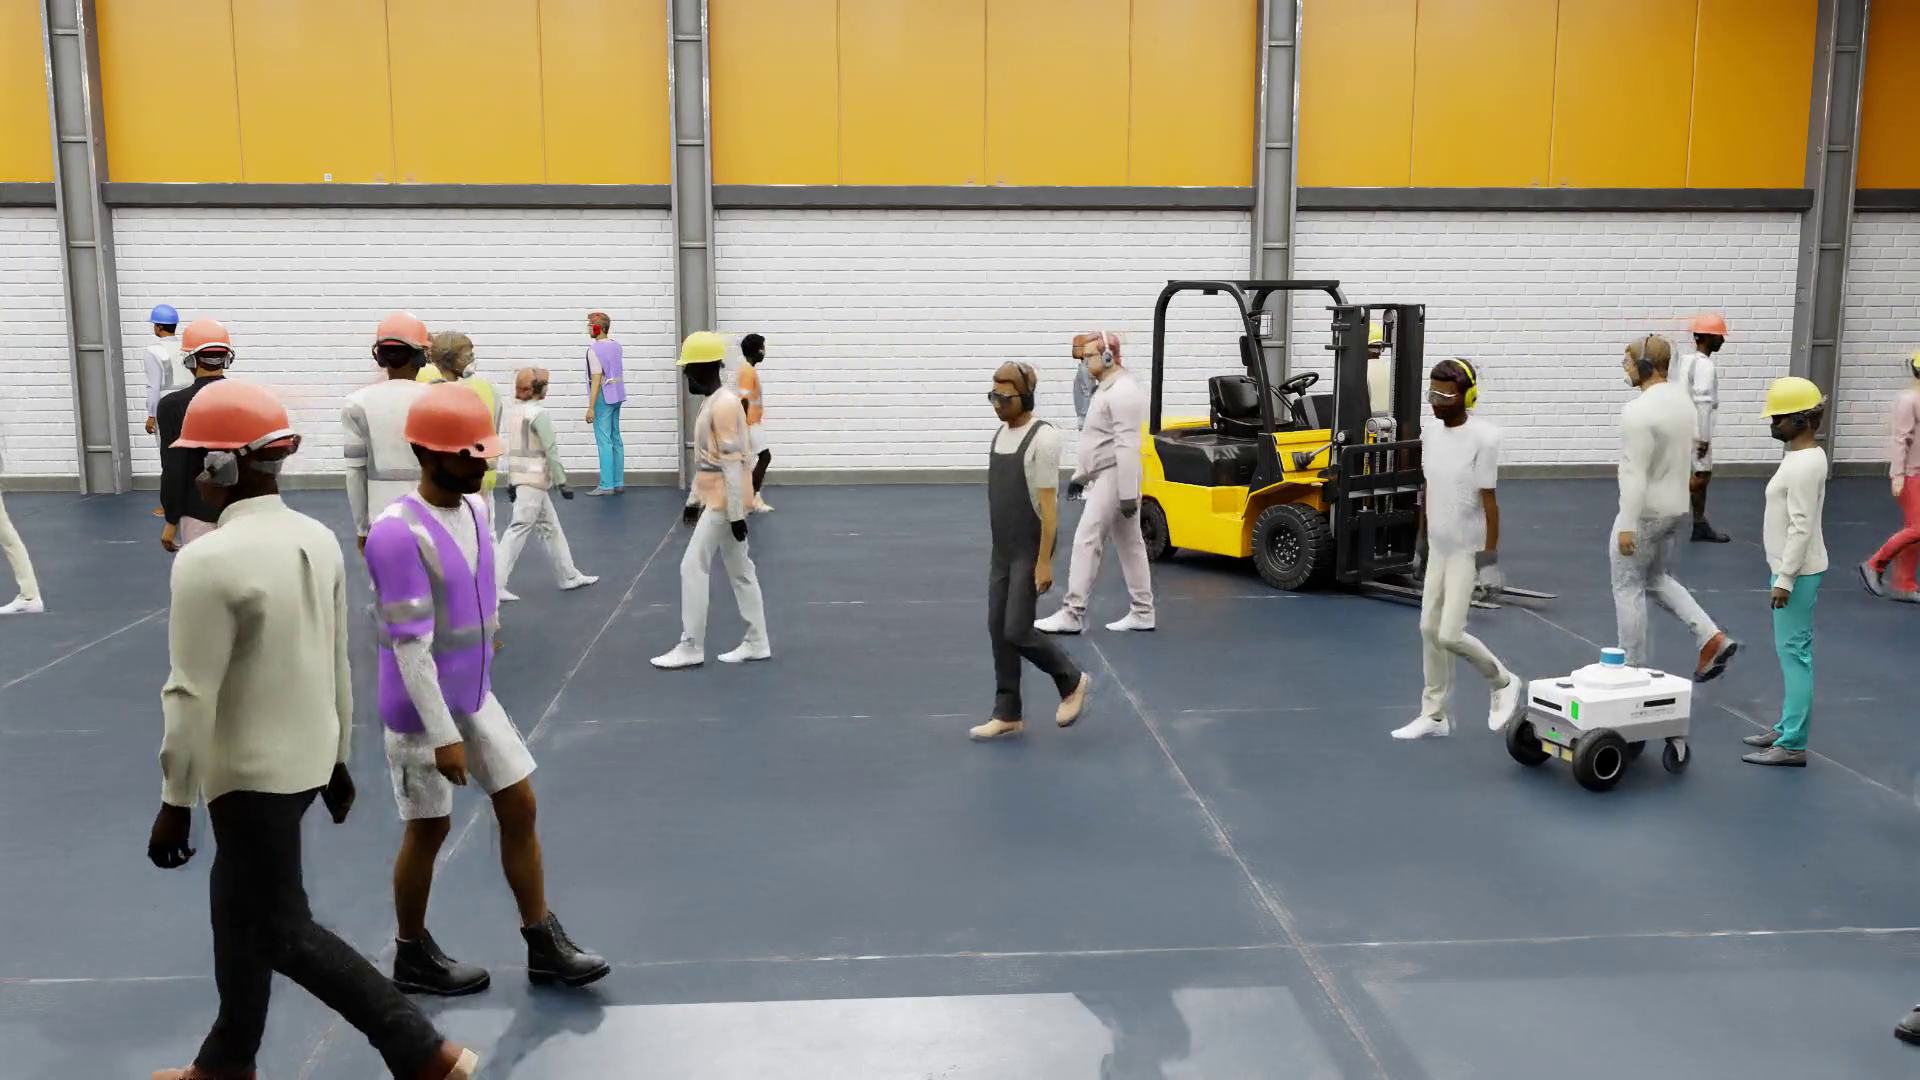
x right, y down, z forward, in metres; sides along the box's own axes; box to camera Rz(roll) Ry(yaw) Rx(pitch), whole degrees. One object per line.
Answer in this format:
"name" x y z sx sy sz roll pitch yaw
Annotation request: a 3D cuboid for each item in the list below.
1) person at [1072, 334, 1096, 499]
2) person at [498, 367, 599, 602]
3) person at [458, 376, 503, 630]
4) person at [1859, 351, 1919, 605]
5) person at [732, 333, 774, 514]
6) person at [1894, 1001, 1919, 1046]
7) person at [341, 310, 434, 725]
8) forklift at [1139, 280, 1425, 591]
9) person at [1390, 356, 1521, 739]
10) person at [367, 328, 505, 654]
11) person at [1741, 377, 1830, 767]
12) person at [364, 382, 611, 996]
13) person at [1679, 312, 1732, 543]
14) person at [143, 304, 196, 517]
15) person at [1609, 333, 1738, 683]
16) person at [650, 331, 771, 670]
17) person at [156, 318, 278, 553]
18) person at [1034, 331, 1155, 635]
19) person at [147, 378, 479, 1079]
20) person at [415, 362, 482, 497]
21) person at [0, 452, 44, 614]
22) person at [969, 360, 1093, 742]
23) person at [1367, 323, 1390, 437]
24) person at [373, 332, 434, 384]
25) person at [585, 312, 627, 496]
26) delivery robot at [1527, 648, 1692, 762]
"person" 1.237 -1.221 16.498 0.266 1.631 0.507 1 9 8
"person" -2.918 -0.385 11.394 0.878 1.593 0.514 -6 11 -31
"person" -3.063 -0.317 10.169 0.430 1.845 0.620 4 10 24
"person" 6.392 -0.429 11.125 0.549 1.752 0.407 -7 11 -36
"person" -1.912 -1.061 15.330 0.547 1.674 0.554 -2 9 -12
"person" 3.164 0.511 4.799 0.861 1.910 0.563 -4 10 -22
"person" -2.692 -0.099 8.178 0.608 2.044 0.372 0 9 0
"forklift" 2.301 -0.860 12.475 1.214 2.155 2.313 -6 11 -35
"person" 2.374 0.061 7.816 0.554 1.841 0.617 -4 10 -22
"person" -3.021 -0.250 9.531 0.655 1.917 0.641 -3 9 -17
"person" 3.745 0.144 7.532 0.325 1.762 0.524 5 10 28
"person" -1.428 0.489 4.923 0.781 1.899 0.594 3 9 16
"person" 6.015 -0.915 13.717 0.691 1.917 0.547 2 9 10
"person" -7.222 -1.184 15.273 0.383 1.951 0.605 3 10 19
"person" 3.712 -0.127 8.754 0.657 1.918 0.634 -9 12 -43
"person" -1.450 -0.216 9.365 0.819 1.894 0.593 -1 9 -8
"person" -3.858 -0.152 8.656 0.384 1.993 0.622 7 11 37
"person" 0.815 -0.340 10.233 0.887 1.866 0.637 1 9 5
"person" -1.696 0.571 4.230 0.935 1.967 0.607 1 9 5
"person" -2.895 -0.105 9.148 0.501 1.747 0.556 4 10 22
"person" -6.472 -0.393 10.708 0.968 1.819 0.504 -2 9 -15
"person" 0.327 0.060 7.858 0.509 1.826 0.526 -6 11 -32
"person" 3.262 -0.817 13.342 0.599 1.830 0.404 -5 10 -27
"person" -3.430 -0.360 10.334 0.502 1.878 0.679 -7 11 -38
"person" -3.556 -1.357 16.680 0.390 1.849 0.563 2 9 15
"delivery robot" 2.882 0.723 7.376 0.707 0.478 0.477 -4 10 -22
